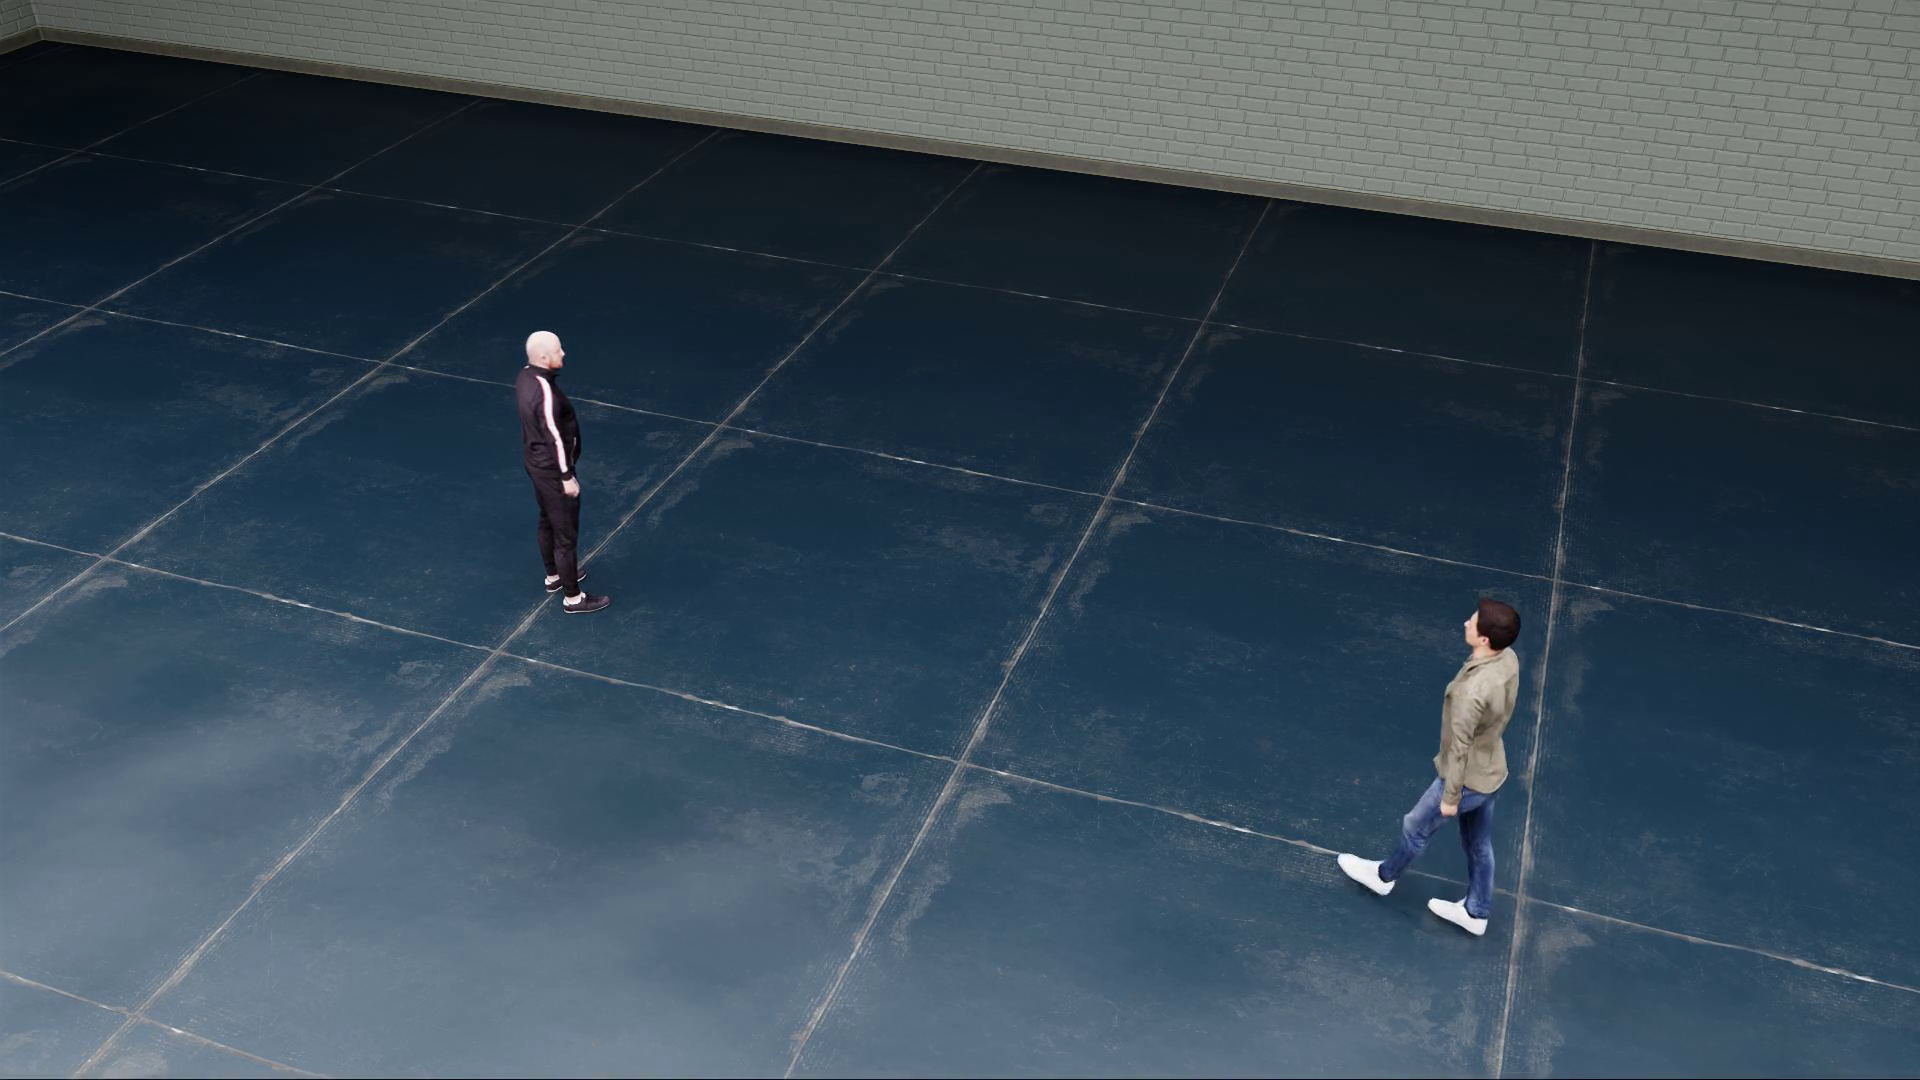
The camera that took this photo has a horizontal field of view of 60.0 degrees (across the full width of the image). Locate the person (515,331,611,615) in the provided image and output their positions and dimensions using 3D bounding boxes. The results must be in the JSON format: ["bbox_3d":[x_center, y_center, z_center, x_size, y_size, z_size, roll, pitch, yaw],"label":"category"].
[{"bbox_3d":[-2.482,-0.415,10.090,0.804,1.833,0.767,-18,37,-25],"label":"person"}]

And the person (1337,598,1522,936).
[{"bbox_3d":[2.437,1.123,7.722,1.008,1.836,1.063,25,41,33],"label":"person"}]
